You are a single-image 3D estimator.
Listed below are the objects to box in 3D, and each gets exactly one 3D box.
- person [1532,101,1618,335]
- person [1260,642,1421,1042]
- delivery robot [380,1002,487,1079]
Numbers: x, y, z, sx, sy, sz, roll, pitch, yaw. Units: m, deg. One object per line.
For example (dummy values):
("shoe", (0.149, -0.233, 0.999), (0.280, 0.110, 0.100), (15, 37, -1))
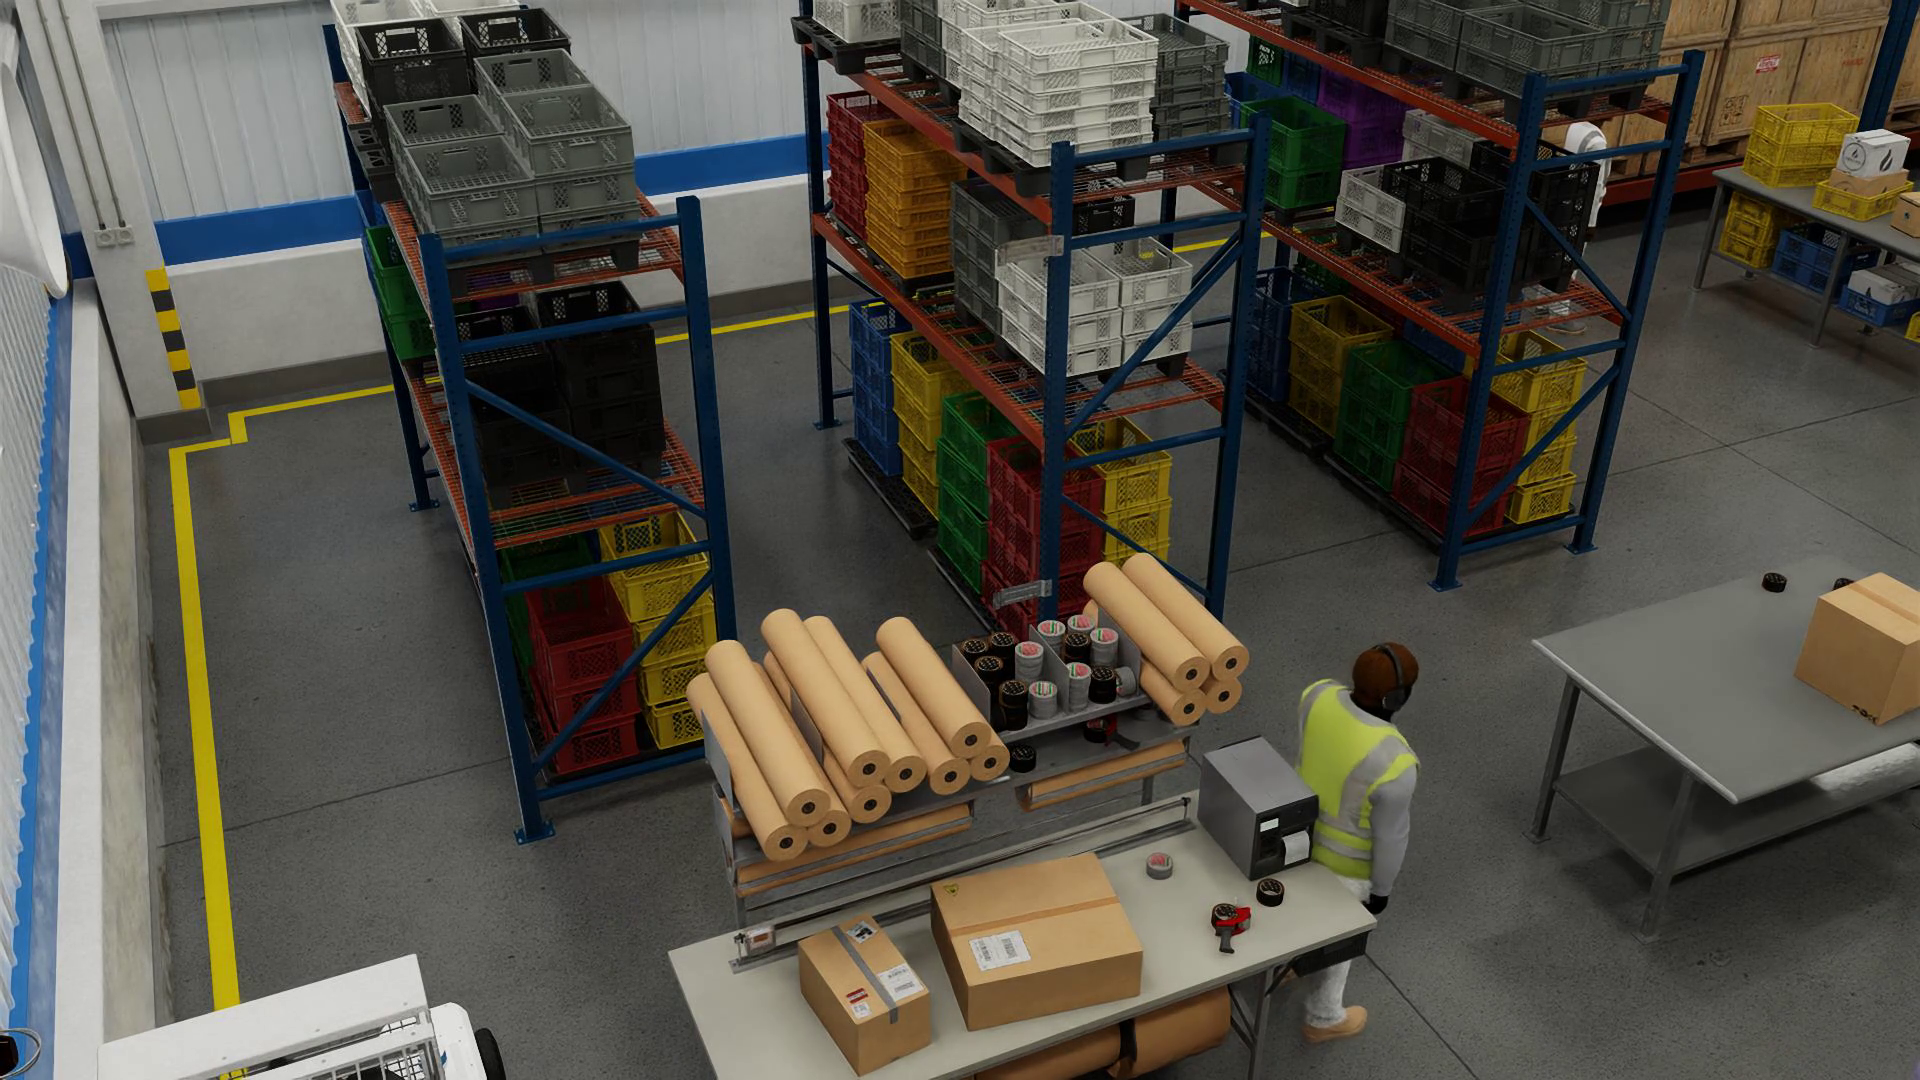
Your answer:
("person", (4.623, -2.471, 12.433), (0.353, 1.882, 0.577), (-2, 32, -3))
("person", (1.520, 1.185, 6.552), (0.432, 1.832, 0.626), (-14, 34, -22))
("delivery robot", (-1.940, 2.076, 6.217), (0.477, 0.478, 0.707), (-14, 34, -22))
